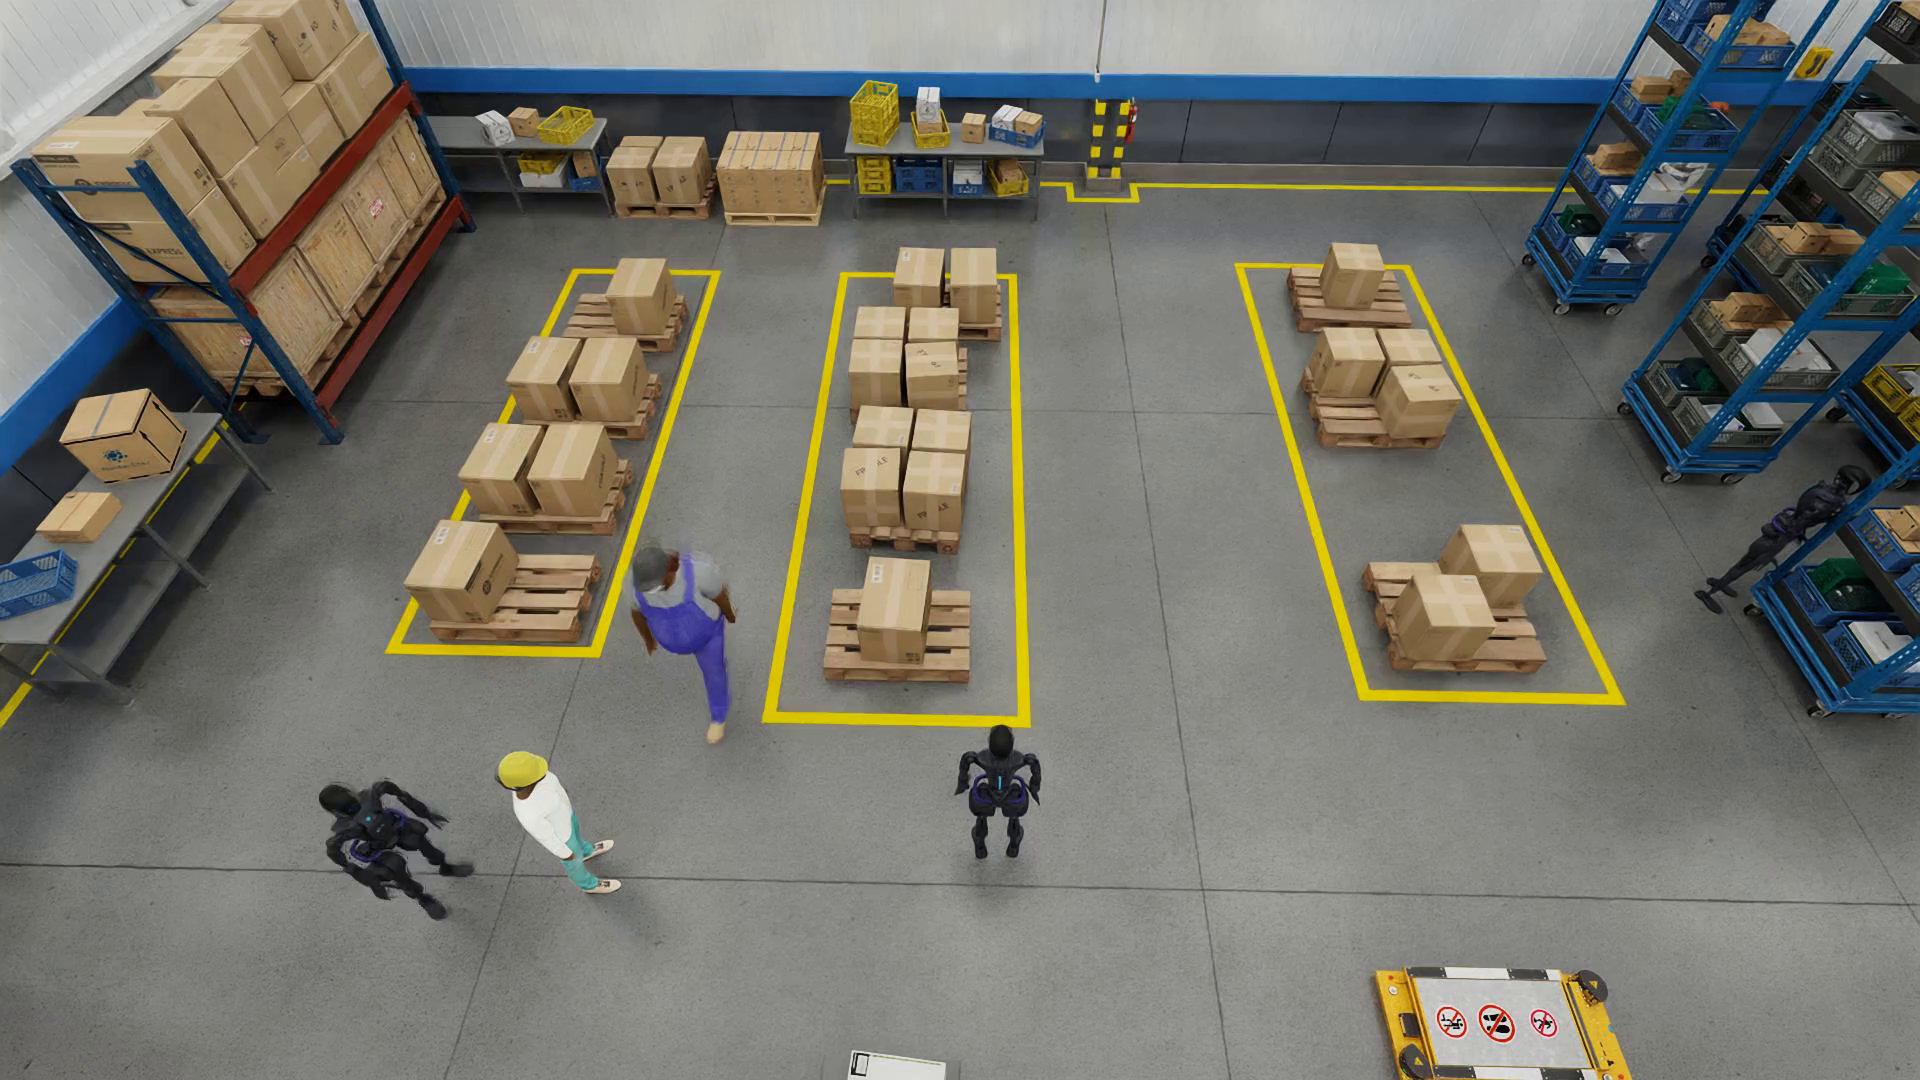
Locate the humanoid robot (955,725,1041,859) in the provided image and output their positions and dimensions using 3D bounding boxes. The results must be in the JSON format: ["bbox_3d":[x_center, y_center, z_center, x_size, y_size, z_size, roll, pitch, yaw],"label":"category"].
[{"bbox_3d":[0.259,1.697,6.182,0.587,1.660,0.326,1,51,1],"label":"humanoid robot"}]

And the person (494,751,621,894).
[{"bbox_3d":[-2.620,1.838,6.021,0.320,1.767,0.532,-16,53,-13],"label":"person"}]

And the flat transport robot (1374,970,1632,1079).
[{"bbox_3d":[3.501,3.133,5.914,1.431,0.197,0.652,1,51,1],"label":"flat transport robot"}]

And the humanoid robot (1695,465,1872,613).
[{"bbox_3d":[6.819,-0.021,7.584,0.595,1.657,0.321,-28,56,-21],"label":"humanoid robot"}]

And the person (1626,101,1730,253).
[{"bbox_3d":[8.493,-4.286,10.939,0.351,1.882,0.574,0,51,0],"label":"person"}]

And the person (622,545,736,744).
[{"bbox_3d":[-2.061,0.656,6.809,0.691,2.000,1.017,0,51,0],"label":"person"}]

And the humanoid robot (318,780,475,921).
[{"bbox_3d":[-3.666,1.984,5.956,0.325,1.654,0.594,16,53,12],"label":"humanoid robot"}]
